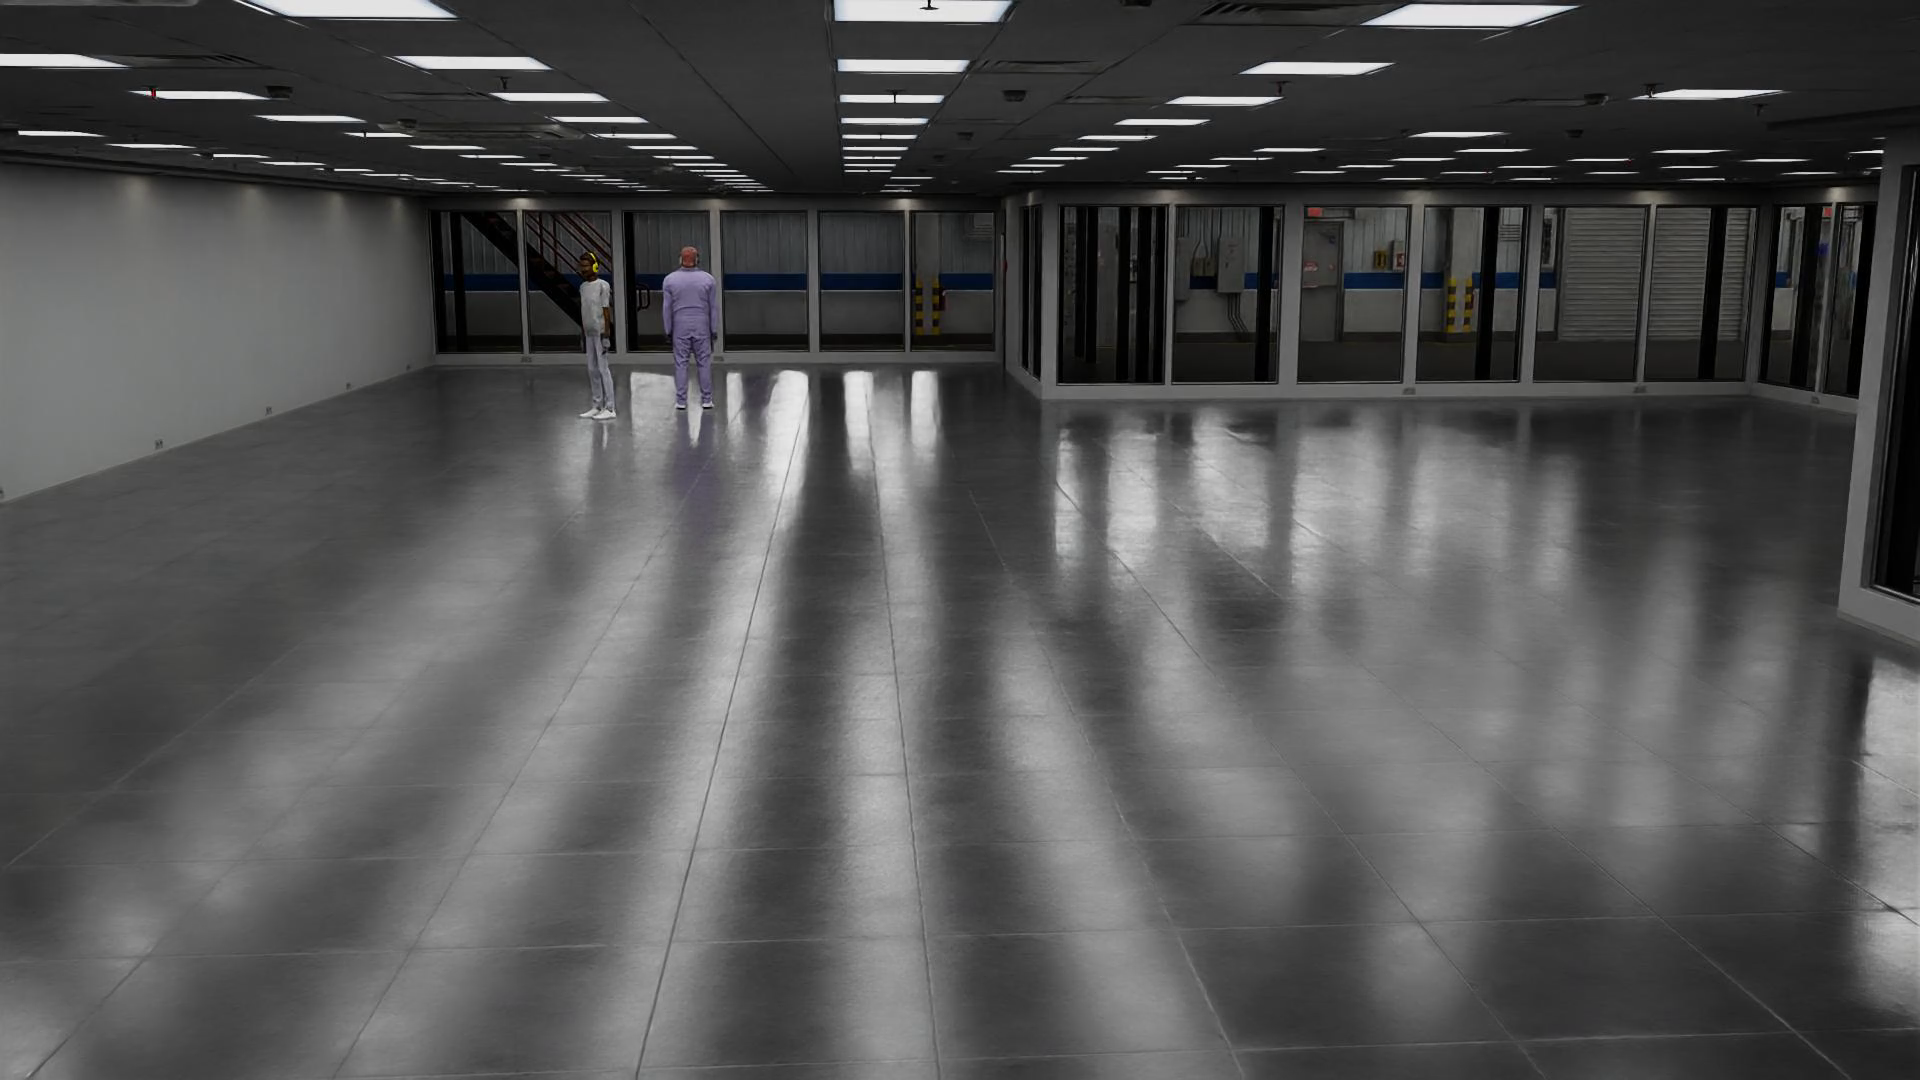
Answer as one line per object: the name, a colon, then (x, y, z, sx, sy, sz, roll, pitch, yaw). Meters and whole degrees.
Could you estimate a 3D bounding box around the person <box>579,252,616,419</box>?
person: (-4.081, -2.274, 18.600, 0.502, 1.862, 0.328, 9, 14, 39)

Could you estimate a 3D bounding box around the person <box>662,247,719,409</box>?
person: (-3.172, -2.491, 19.616, 0.652, 1.906, 0.408, -2, 11, -12)
